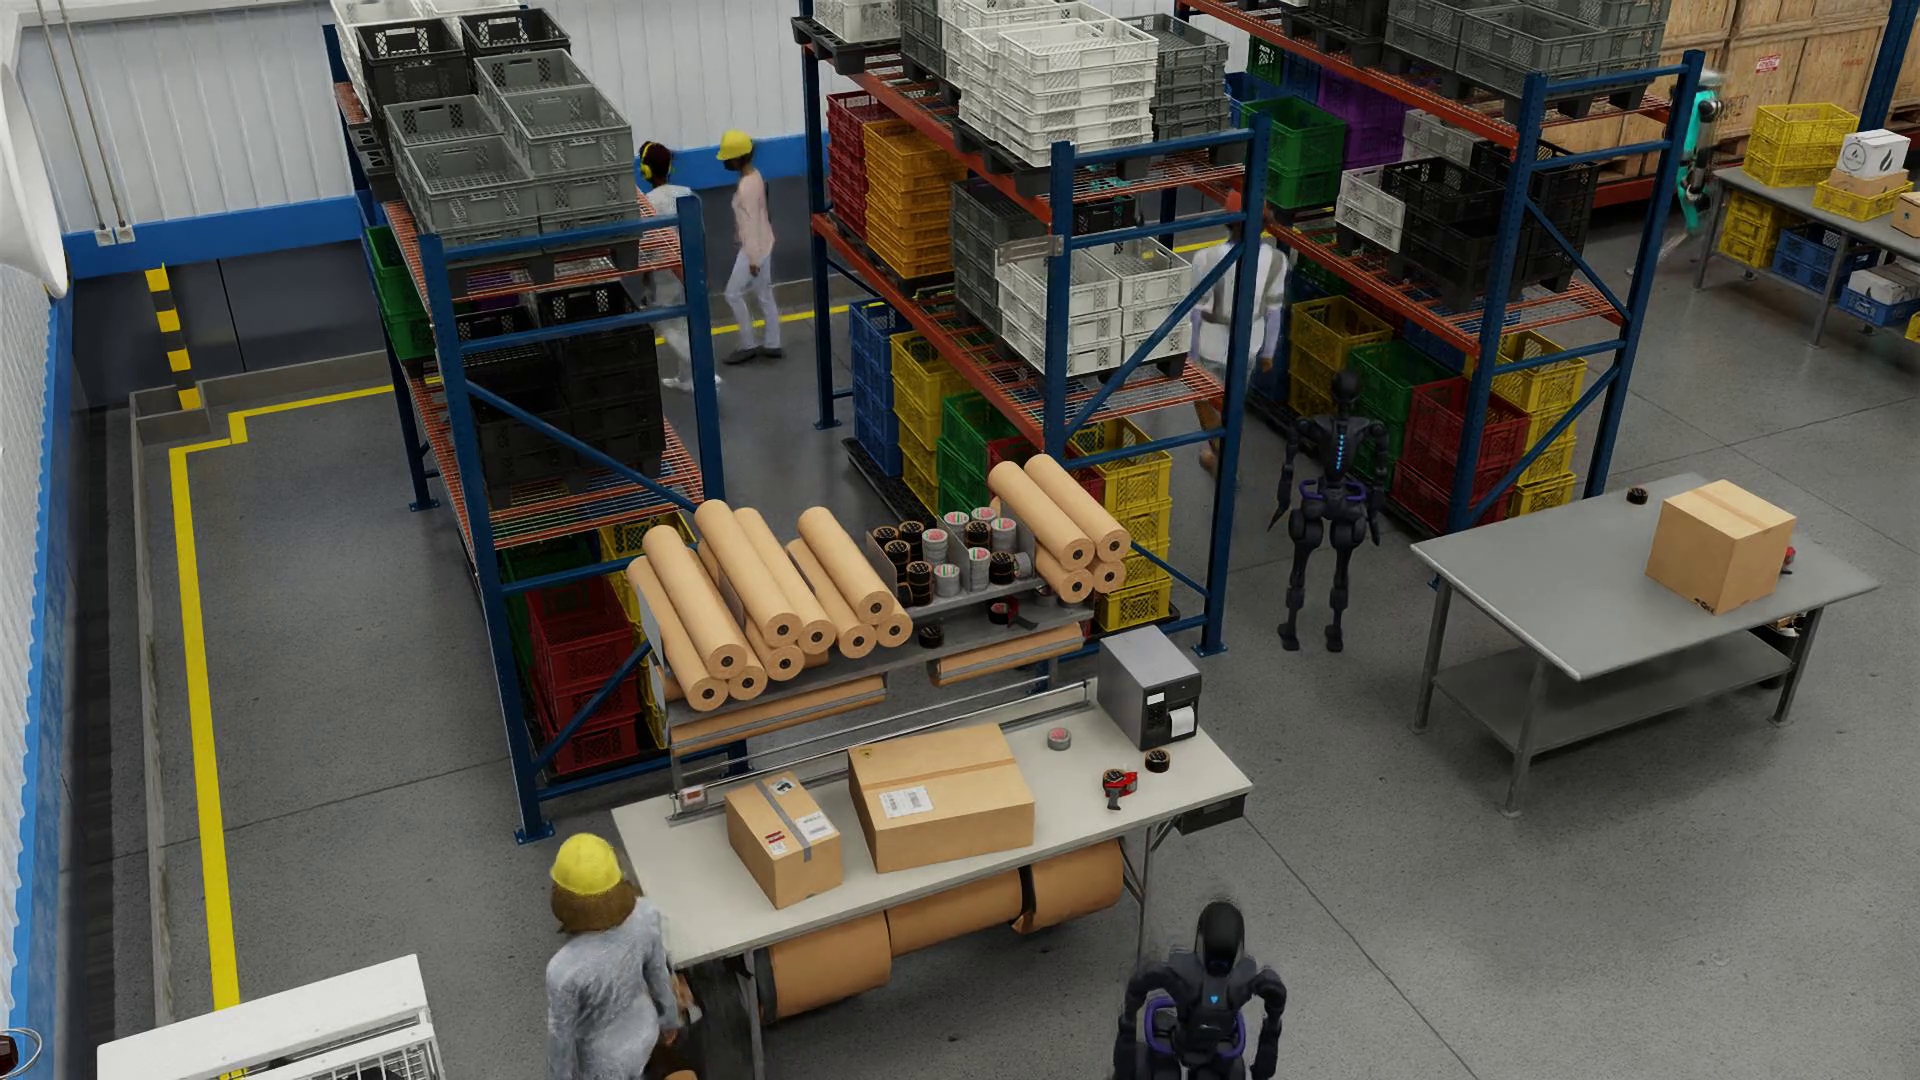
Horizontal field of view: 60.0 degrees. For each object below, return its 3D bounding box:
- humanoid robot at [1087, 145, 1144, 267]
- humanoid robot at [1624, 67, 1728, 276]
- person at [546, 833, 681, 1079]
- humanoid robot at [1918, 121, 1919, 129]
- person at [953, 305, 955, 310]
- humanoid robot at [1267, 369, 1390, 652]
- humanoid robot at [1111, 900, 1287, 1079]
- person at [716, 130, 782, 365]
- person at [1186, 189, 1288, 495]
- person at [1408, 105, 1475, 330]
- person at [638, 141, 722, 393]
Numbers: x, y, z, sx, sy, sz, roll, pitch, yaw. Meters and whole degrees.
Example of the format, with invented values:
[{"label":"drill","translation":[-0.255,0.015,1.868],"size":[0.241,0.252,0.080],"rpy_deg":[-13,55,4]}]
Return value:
[{"label":"humanoid robot","translation":[1.015,-1.923,11.674],"size":[0.545,1.736,0.972],"rpy_deg":[2,32,3]},{"label":"humanoid robot","translation":[6.028,-2.940,13.405],"size":[1.026,1.780,0.539],"rpy_deg":[-7,32,-11]},{"label":"person","translation":[-1.135,1.753,5.743],"size":[0.749,1.708,0.497],"rpy_deg":[17,35,25]},{"label":"humanoid robot","translation":[8.794,-3.738,14.631],"size":[0.983,1.731,0.539],"rpy_deg":[-15,35,-23]},{"label":"person","translation":[0.069,-2.459,12.470],"size":[0.572,1.862,0.517],"rpy_deg":[-5,32,-8]},{"label":"humanoid robot","translation":[1.960,-0.151,8.867],"size":[0.603,1.653,0.316],"rpy_deg":[3,32,5]},{"label":"humanoid robot","translation":[0.803,1.810,5.728],"size":[0.603,1.631,0.731],"rpy_deg":[1,32,2]},{"label":"person","translation":[-1.556,-2.101,11.969],"size":[0.491,1.749,0.571],"rpy_deg":[1,32,1]},{"label":"person","translation":[1.684,-1.181,10.218],"size":[0.619,2.021,0.729],"rpy_deg":[-7,32,-11]},{"label":"person","translation":[3.533,-2.258,12.147],"size":[0.343,1.838,0.499],"rpy_deg":[-26,40,-36]},{"label":"person","translation":[-1.922,-1.787,11.375],"size":[0.593,1.839,0.538],"rpy_deg":[21,37,30]}]
